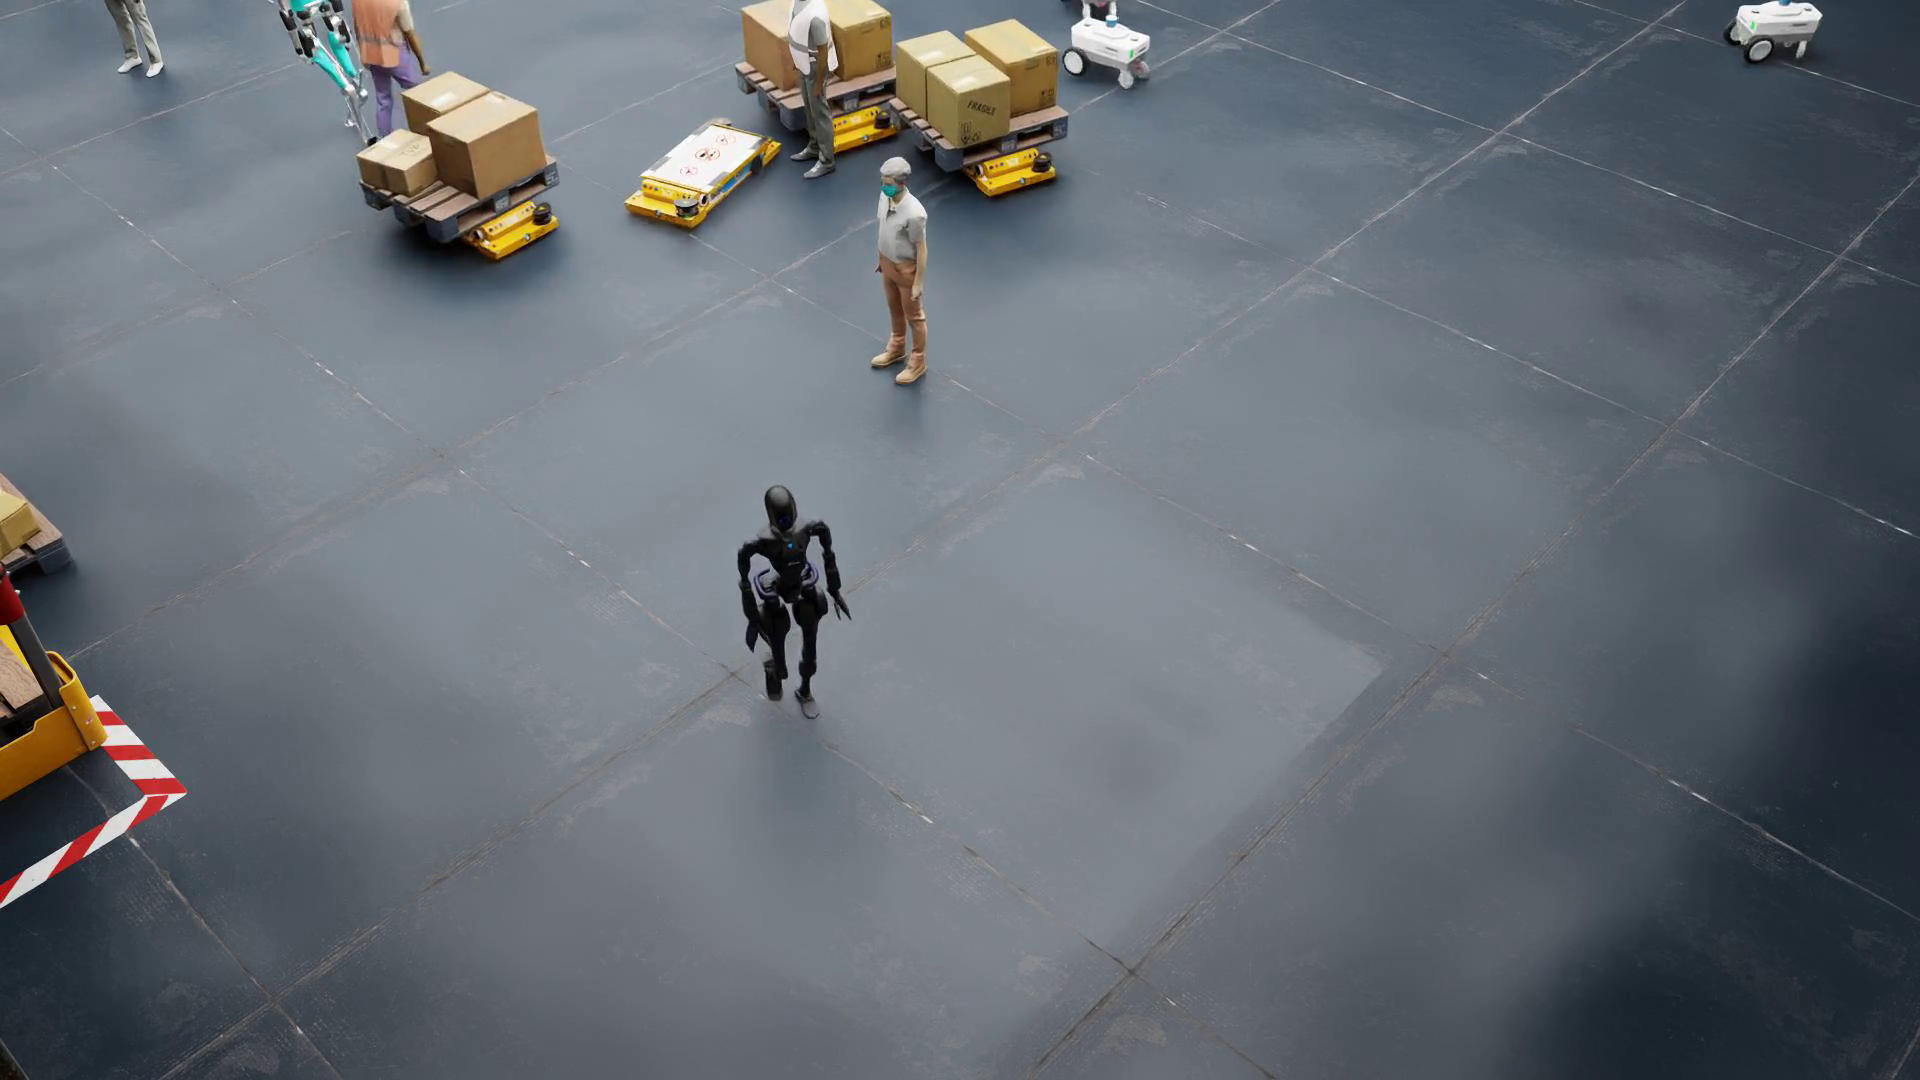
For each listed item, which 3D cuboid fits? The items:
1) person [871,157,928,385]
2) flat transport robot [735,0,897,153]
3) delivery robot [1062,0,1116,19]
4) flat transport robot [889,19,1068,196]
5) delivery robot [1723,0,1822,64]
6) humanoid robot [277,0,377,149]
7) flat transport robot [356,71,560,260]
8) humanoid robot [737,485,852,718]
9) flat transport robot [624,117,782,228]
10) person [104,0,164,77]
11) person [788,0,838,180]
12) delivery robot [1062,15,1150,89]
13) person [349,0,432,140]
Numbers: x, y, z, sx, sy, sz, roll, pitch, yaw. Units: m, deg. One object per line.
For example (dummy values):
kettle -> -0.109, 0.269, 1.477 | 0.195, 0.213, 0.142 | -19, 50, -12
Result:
person -> -0.408, -1.872, 11.503 | 0.326, 1.746, 0.478 | -27, 48, -27
flat transport robot -> -1.215, -3.905, 14.867 | 0.659, 0.231, 1.431 | -24, 47, -24
delivery robot -> 1.293, -5.531, 16.474 | 0.499, 0.614, 0.791 | -10, 43, -11
flat transport robot -> 0.165, -3.425, 14.333 | 0.659, 0.231, 1.431 | -21, 46, -22
delivery robot -> 7.668, -4.830, 15.696 | 0.786, 0.614, 0.525 | -4, 42, -5
humanoid robot -> -5.259, -4.131, 14.049 | 0.558, 1.770, 1.015 | -32, 51, -31
flat transport robot -> -4.007, -2.719, 13.549 | 1.431, 0.231, 0.659 | 28, 49, 27
humanoid robot -> -0.918, 0.329, 9.107 | 0.601, 1.652, 0.389 | -17, 45, -18
flat transport robot -> -2.145, -3.102, 13.974 | 0.659, 0.231, 1.431 | 18, 45, 19
person -> -7.640, -5.013, 15.070 | 0.513, 1.641, 0.312 | 14, 44, 15
person -> -1.208, -3.868, 13.645 | 0.395, 1.847, 0.563 | -14, 44, -15
delivery robot -> 1.373, -4.551, 15.366 | 0.785, 0.589, 0.499 | 27, 48, 26
person -> -4.739, -3.971, 13.791 | 0.607, 1.809, 0.442 | 10, 43, 11
